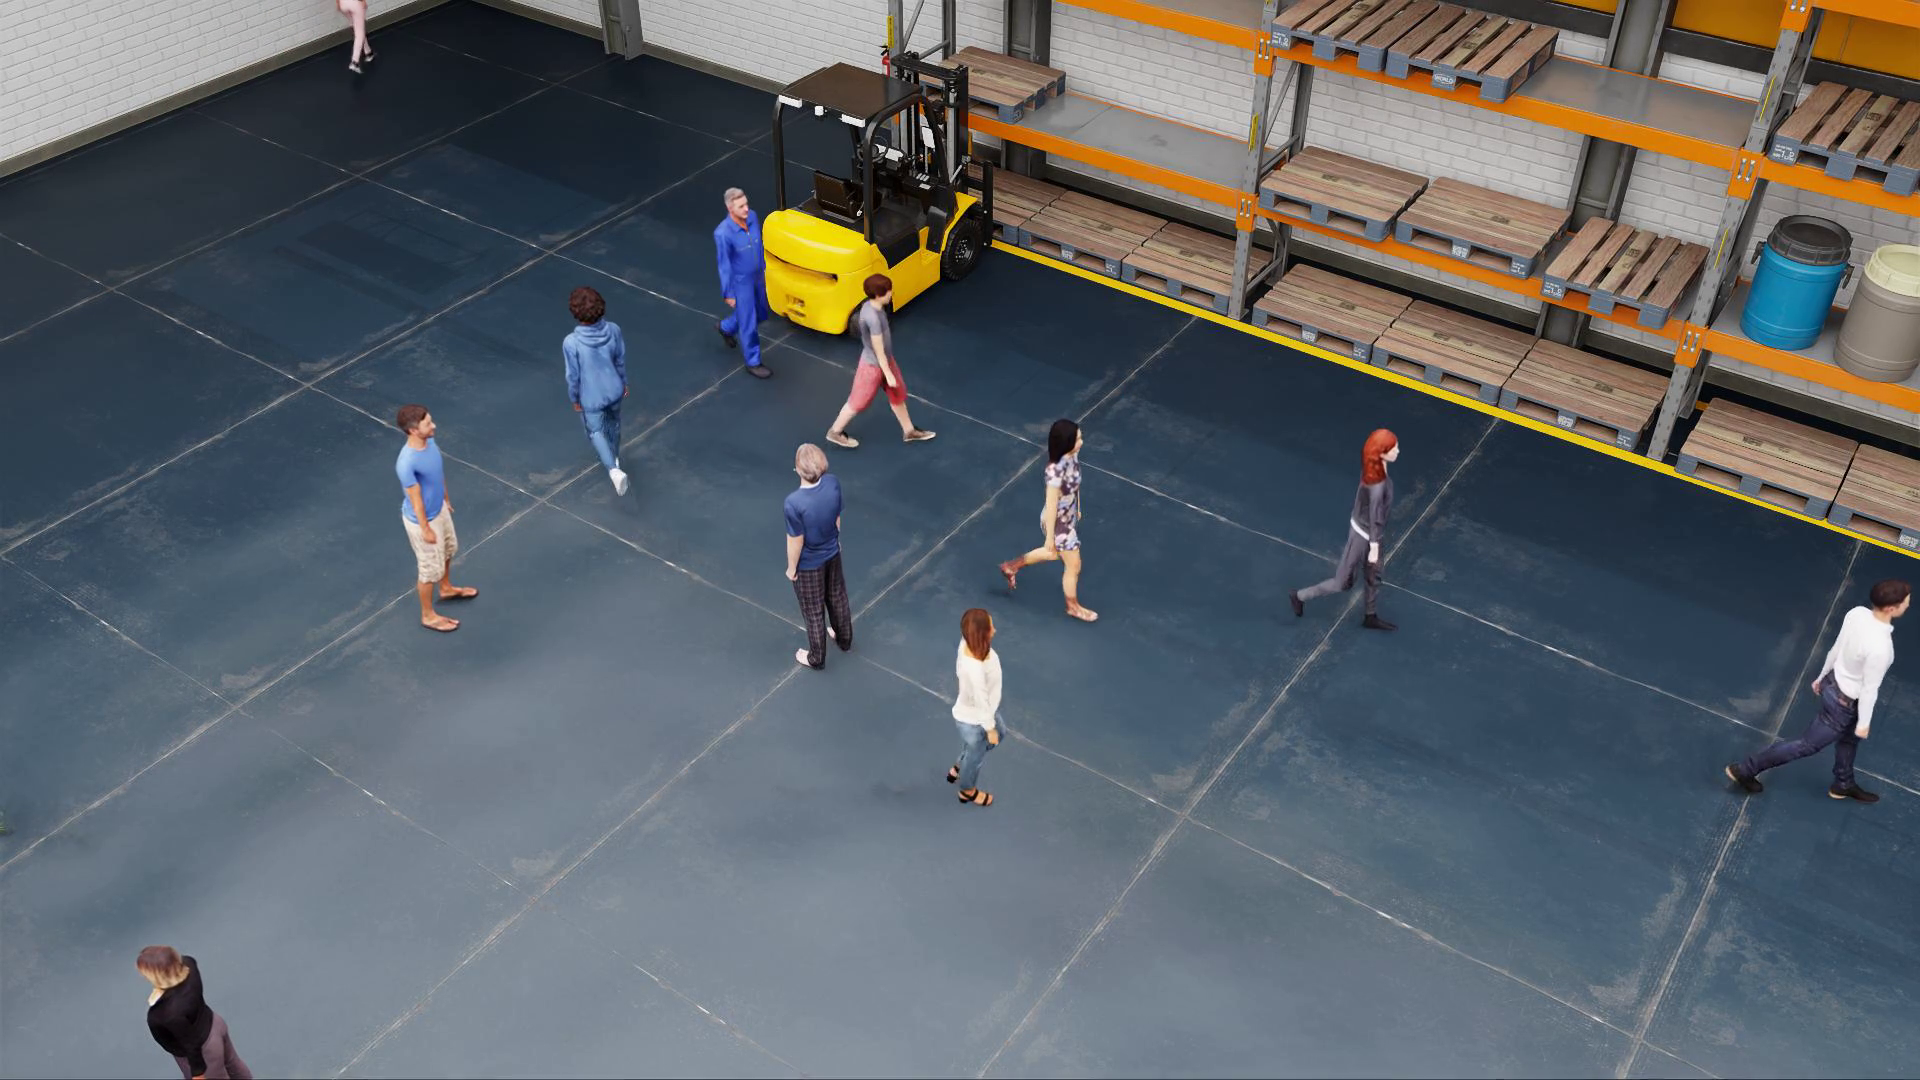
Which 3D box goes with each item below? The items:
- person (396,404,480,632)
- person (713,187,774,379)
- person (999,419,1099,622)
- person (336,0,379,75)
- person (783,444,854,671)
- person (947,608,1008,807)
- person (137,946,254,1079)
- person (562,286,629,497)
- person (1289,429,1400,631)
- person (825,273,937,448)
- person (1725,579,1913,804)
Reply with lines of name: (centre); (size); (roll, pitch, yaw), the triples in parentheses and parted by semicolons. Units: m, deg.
person: (-3.860, -0.190, 12.017); (0.770, 1.853, 0.762); (5, 39, 6)
person: (-1.969, -2.306, 14.703); (0.942, 1.808, 0.771); (21, 43, 24)
person: (0.649, -0.150, 12.082); (1.093, 1.710, 0.778); (13, 40, 15)
person: (-7.353, -6.402, 20.050); (1.025, 1.536, 0.843); (9, 39, 11)
person: (-0.996, 0.111, 11.626); (0.704, 1.871, 0.620); (-31, 48, -33)
person: (0.027, 1.089, 10.561); (0.772, 1.671, 0.737); (2, 39, 2)
person: (-3.901, 2.638, 8.624); (0.738, 1.668, 0.663); (-9, 39, -11)
person: (-2.859, -1.177, 13.302); (0.924, 1.793, 1.112); (-21, 43, -24)
person: (2.824, -0.031, 11.894); (1.124, 1.759, 0.841); (8, 39, 10)
person: (-0.785, -1.430, 13.763); (1.217, 1.611, 0.963); (3, 39, 4)
person: (5.505, 0.995, 10.547); (1.318, 1.835, 0.971); (7, 39, 9)
